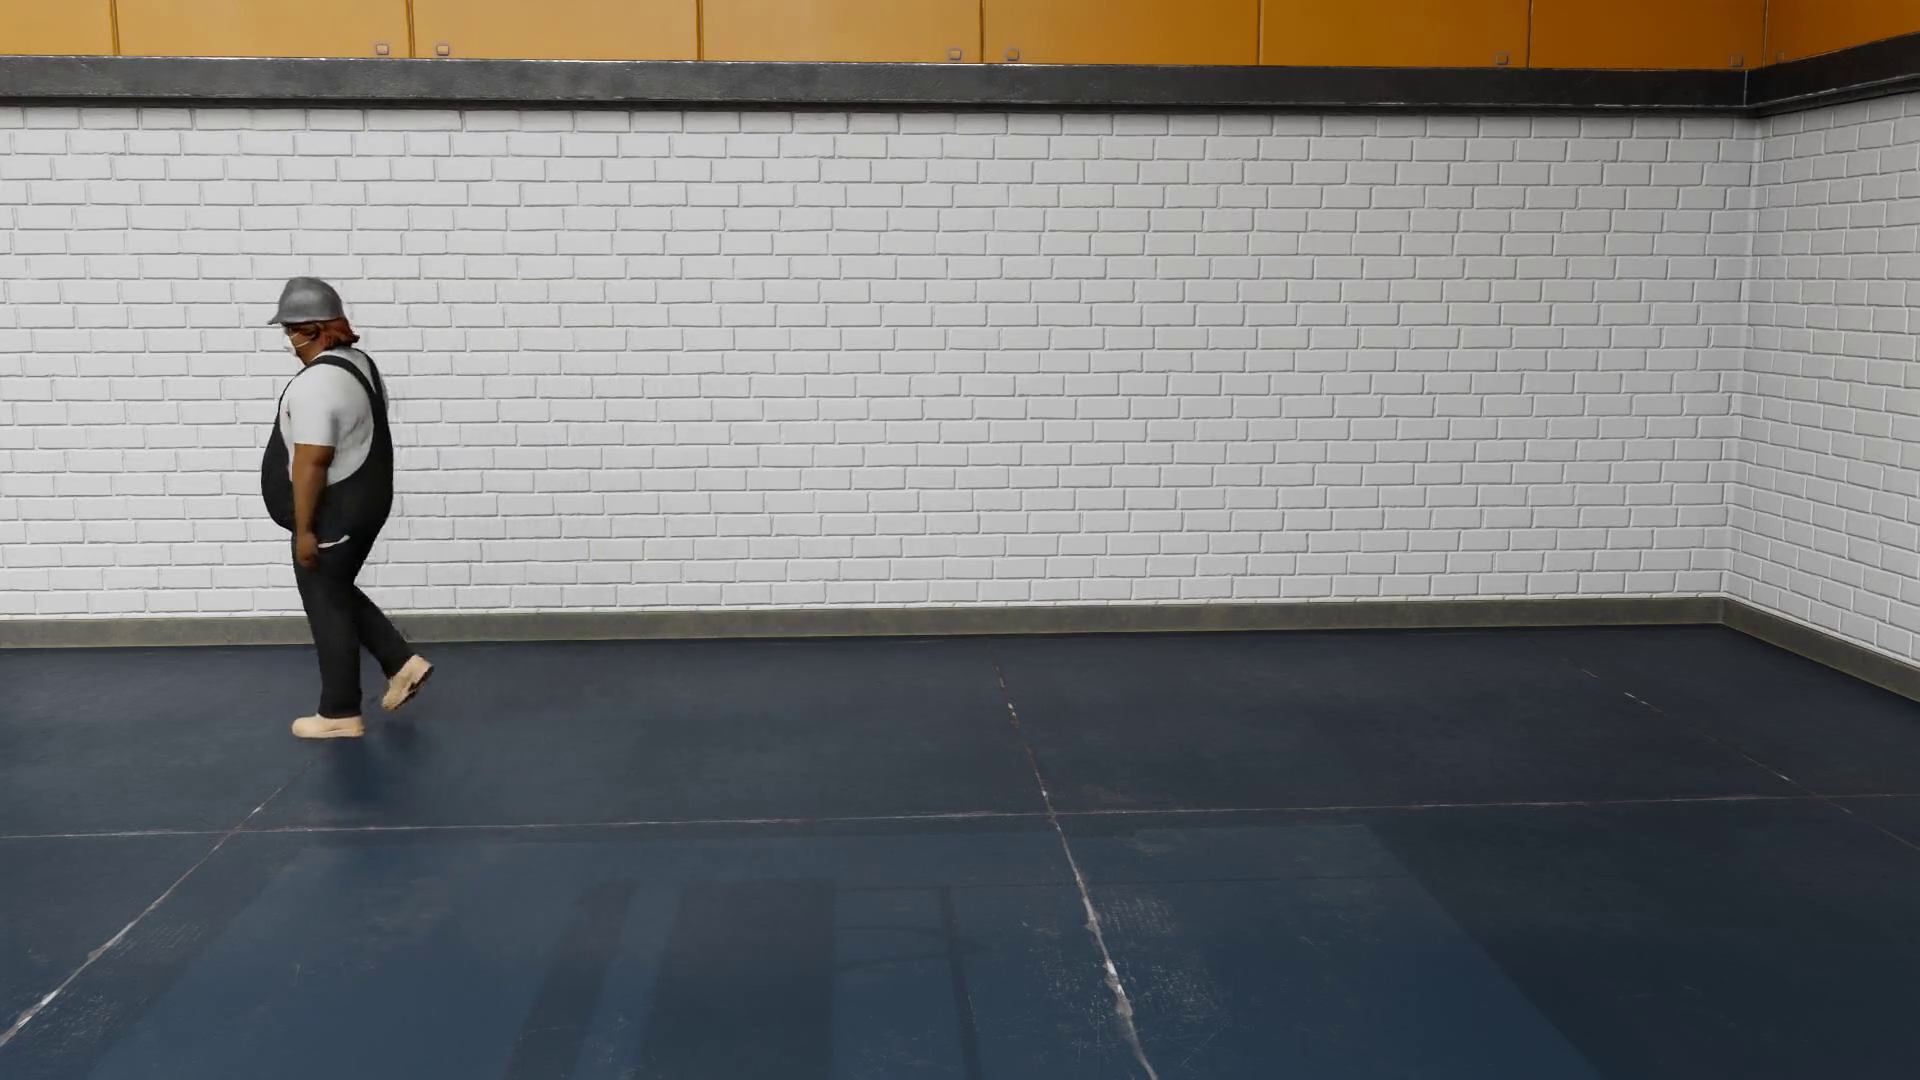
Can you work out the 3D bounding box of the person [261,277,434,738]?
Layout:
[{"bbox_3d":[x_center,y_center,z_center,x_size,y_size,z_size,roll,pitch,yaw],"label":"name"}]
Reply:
[{"bbox_3d":[-2.743,-0.144,7.261,0.582,2.000,0.699,0,9,1],"label":"person"}]
